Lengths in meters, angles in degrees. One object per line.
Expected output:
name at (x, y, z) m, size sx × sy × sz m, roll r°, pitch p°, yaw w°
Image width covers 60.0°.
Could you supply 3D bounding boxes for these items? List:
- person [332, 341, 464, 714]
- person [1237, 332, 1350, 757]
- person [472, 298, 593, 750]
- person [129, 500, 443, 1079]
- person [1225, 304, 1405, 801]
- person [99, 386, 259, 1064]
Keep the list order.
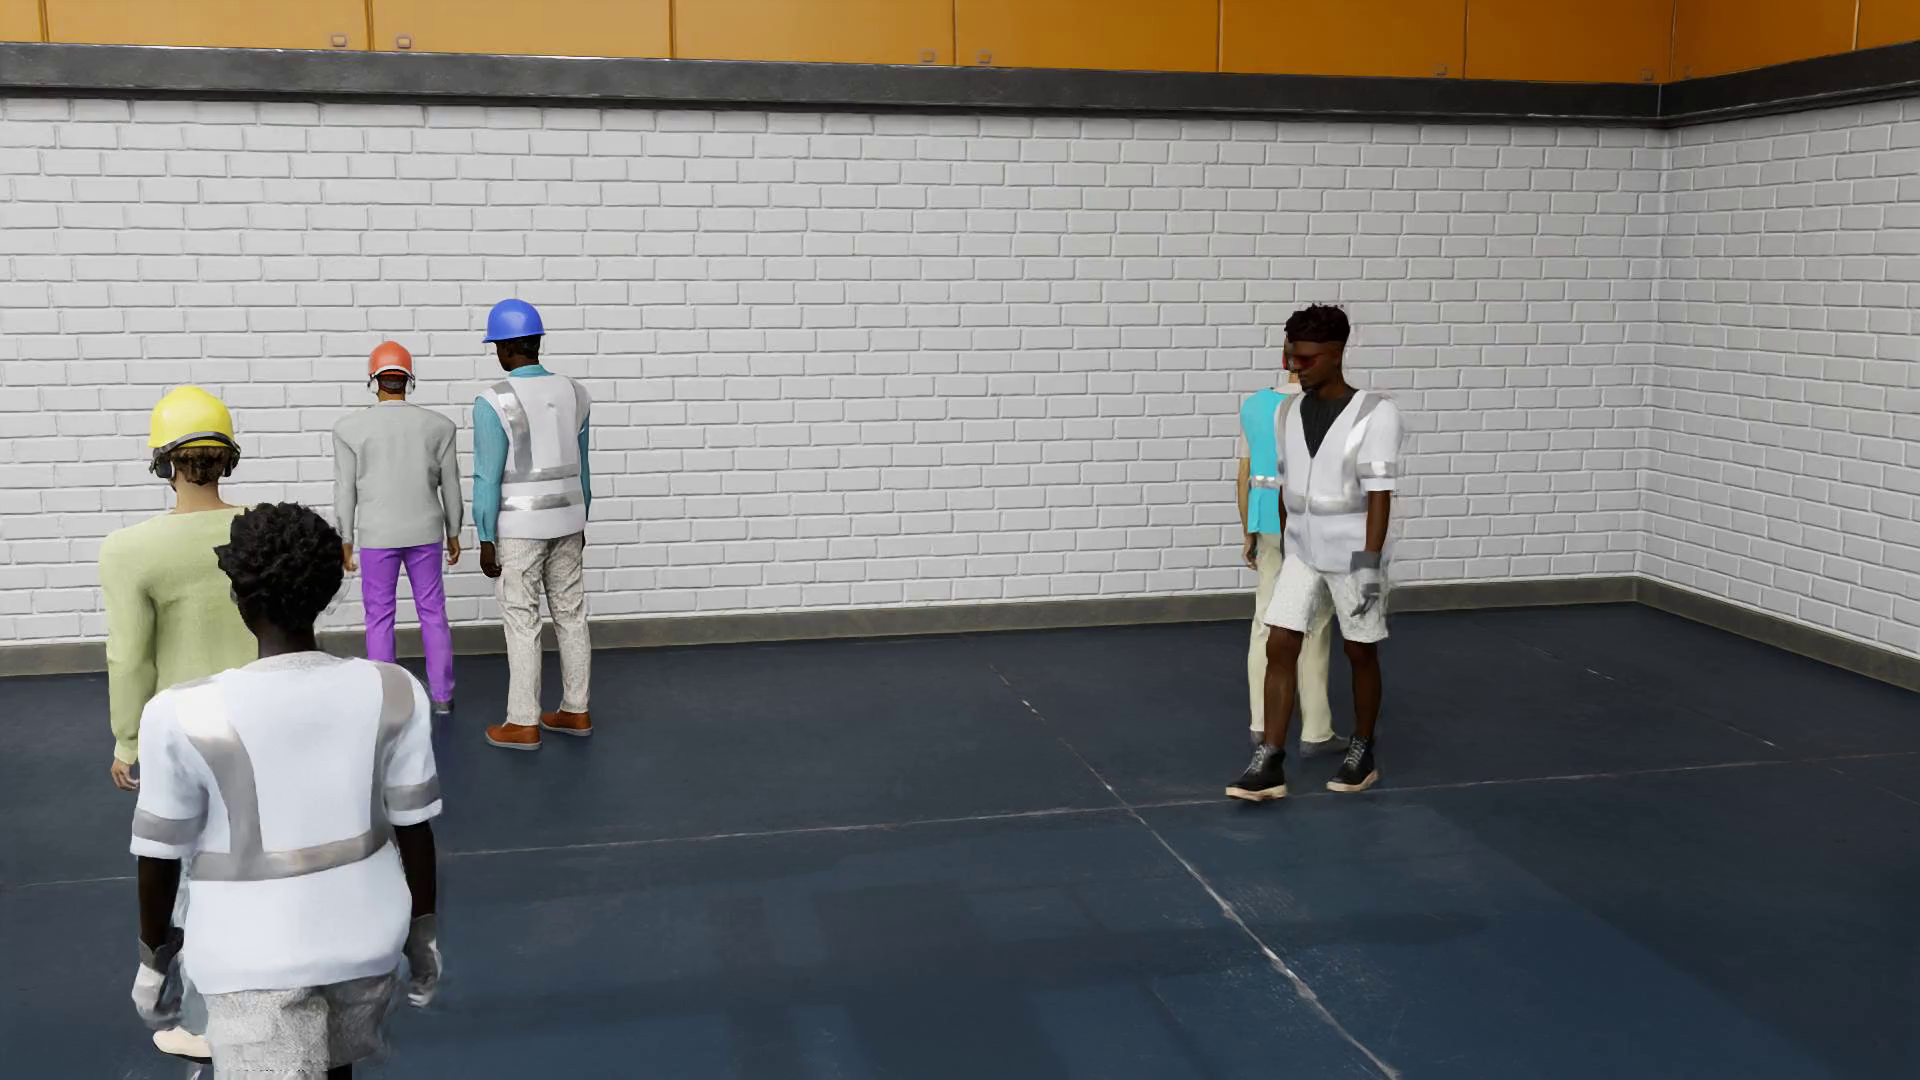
person at (-2.585, -0.044, 7.676) m, size 0.579 × 1.739 × 0.386 m, roll -6°, pitch 11°, yaw -34°
person at (1.423, -0.002, 7.079) m, size 0.564 × 1.845 × 0.389 m, roll 9°, pitch 13°, yaw 43°
person at (-1.849, -0.065, 7.192) m, size 0.416 × 1.939 × 0.605 m, roll 7°, pitch 11°, yaw 35°
person at (-1.184, 0.759, 3.046) m, size 0.862 × 1.659 × 0.535 m, roll 9°, pitch 13°, yaw 42°
person at (1.366, 0.072, 6.373) m, size 0.626 × 1.919 × 0.912 m, roll 9°, pitch 13°, yaw 43°
person at (-1.964, 0.482, 4.377) m, size 0.311 × 1.768 × 0.532 m, roll 8°, pitch 12°, yaw 41°
